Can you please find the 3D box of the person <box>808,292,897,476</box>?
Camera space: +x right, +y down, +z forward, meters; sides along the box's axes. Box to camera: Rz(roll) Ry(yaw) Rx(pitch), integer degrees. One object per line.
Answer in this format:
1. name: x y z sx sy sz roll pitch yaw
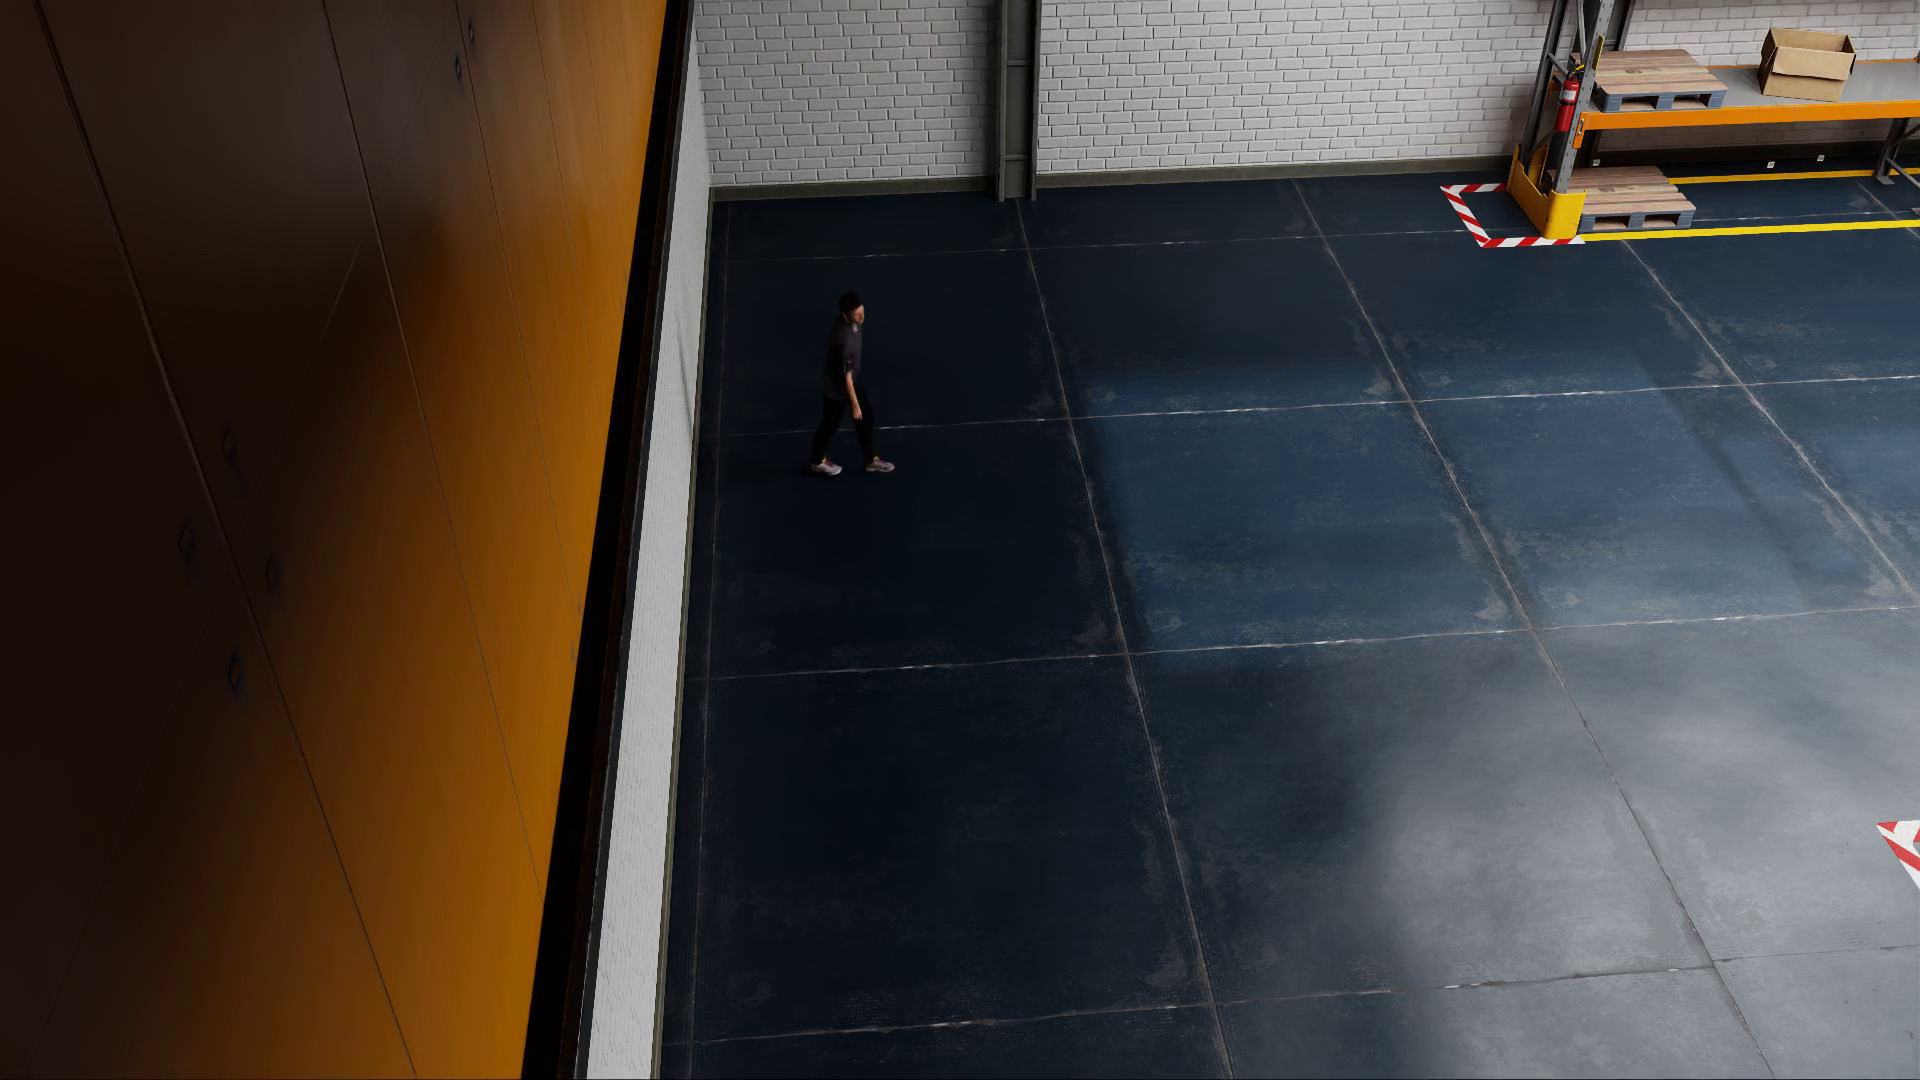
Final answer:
1. person: -0.994 -1.219 13.120 1.049 1.722 0.850 5 39 6
